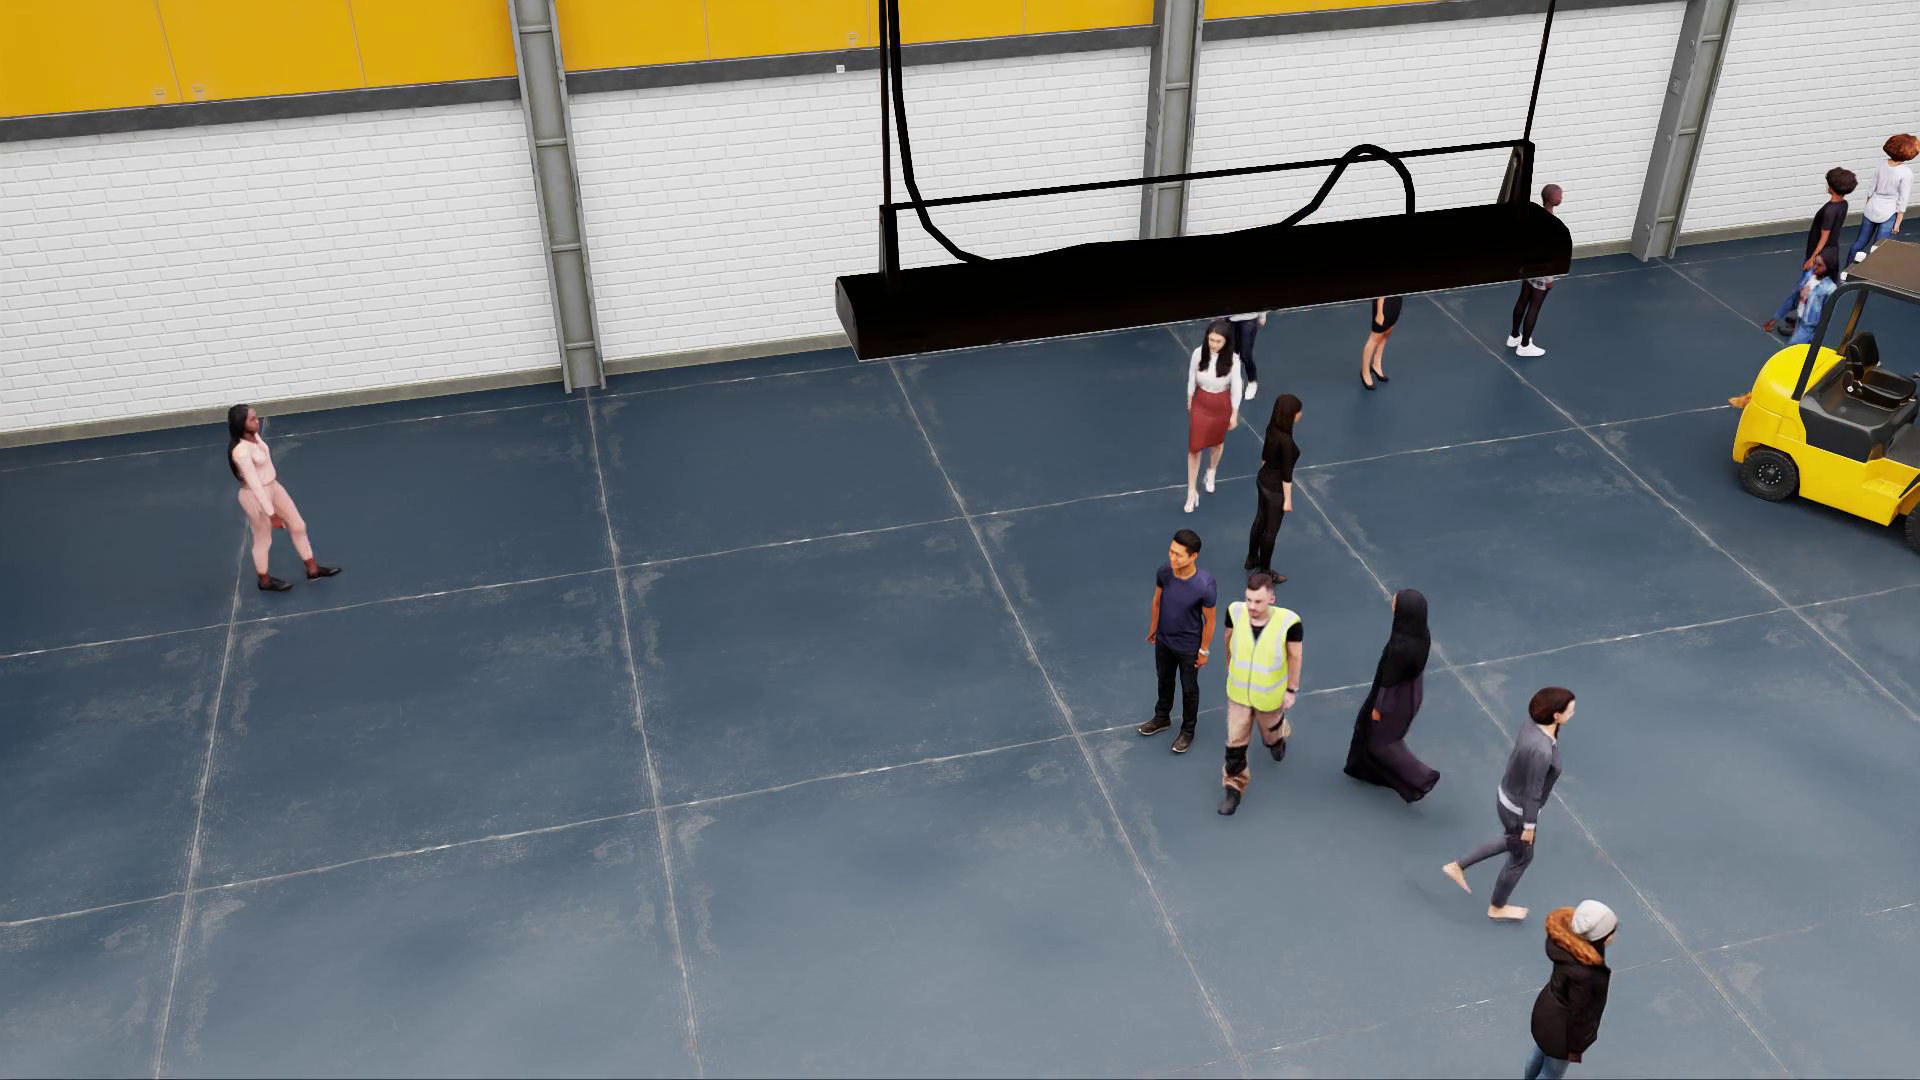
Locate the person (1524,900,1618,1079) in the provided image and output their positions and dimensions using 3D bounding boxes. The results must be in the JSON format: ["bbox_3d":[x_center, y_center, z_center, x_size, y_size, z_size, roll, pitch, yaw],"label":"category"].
[{"bbox_3d":[3.202,2.522,8.809,0.744,1.638,0.726,5,34,7],"label":"person"}]

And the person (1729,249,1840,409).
[{"bbox_3d":[7.956,-1.906,15.441,1.186,1.671,0.882,4,34,6],"label":"person"}]

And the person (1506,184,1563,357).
[{"bbox_3d":[5.736,-2.696,16.537,0.555,1.772,0.625,-6,34,-8],"label":"person"}]

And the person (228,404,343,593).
[{"bbox_3d":[-5.531,-0.290,12.984,0.911,1.700,0.734,-4,34,-6],"label":"person"}]

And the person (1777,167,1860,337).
[{"bbox_3d":[8.727,-2.899,16.823,0.754,1.794,0.666,26,42,33],"label":"person"}]

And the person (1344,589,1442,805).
[{"bbox_3d":[2.967,1.057,11.045,0.989,1.601,0.942,17,37,24],"label":"person"}]

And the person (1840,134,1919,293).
[{"bbox_3d":[9.889,-3.529,17.847,0.613,1.711,0.663,-12,35,-17],"label":"person"}]

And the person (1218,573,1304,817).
[{"bbox_3d":[1.991,0.941,11.027,1.168,1.816,1.167,13,36,19],"label":"person"}]

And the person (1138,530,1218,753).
[{"bbox_3d":[1.526,0.674,11.451,0.723,1.790,0.720,27,42,34],"label":"person"}]

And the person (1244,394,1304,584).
[{"bbox_3d":[2.490,-0.421,13.233,0.495,1.641,0.575,-9,35,-13],"label":"person"}]

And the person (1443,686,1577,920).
[{"bbox_3d":[3.330,1.589,10.110,0.878,1.751,0.780,6,34,9],"label":"person"}]

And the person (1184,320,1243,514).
[{"bbox_3d":[2.169,-1.130,14.229,0.943,1.720,0.959,8,34,12],"label":"person"}]
